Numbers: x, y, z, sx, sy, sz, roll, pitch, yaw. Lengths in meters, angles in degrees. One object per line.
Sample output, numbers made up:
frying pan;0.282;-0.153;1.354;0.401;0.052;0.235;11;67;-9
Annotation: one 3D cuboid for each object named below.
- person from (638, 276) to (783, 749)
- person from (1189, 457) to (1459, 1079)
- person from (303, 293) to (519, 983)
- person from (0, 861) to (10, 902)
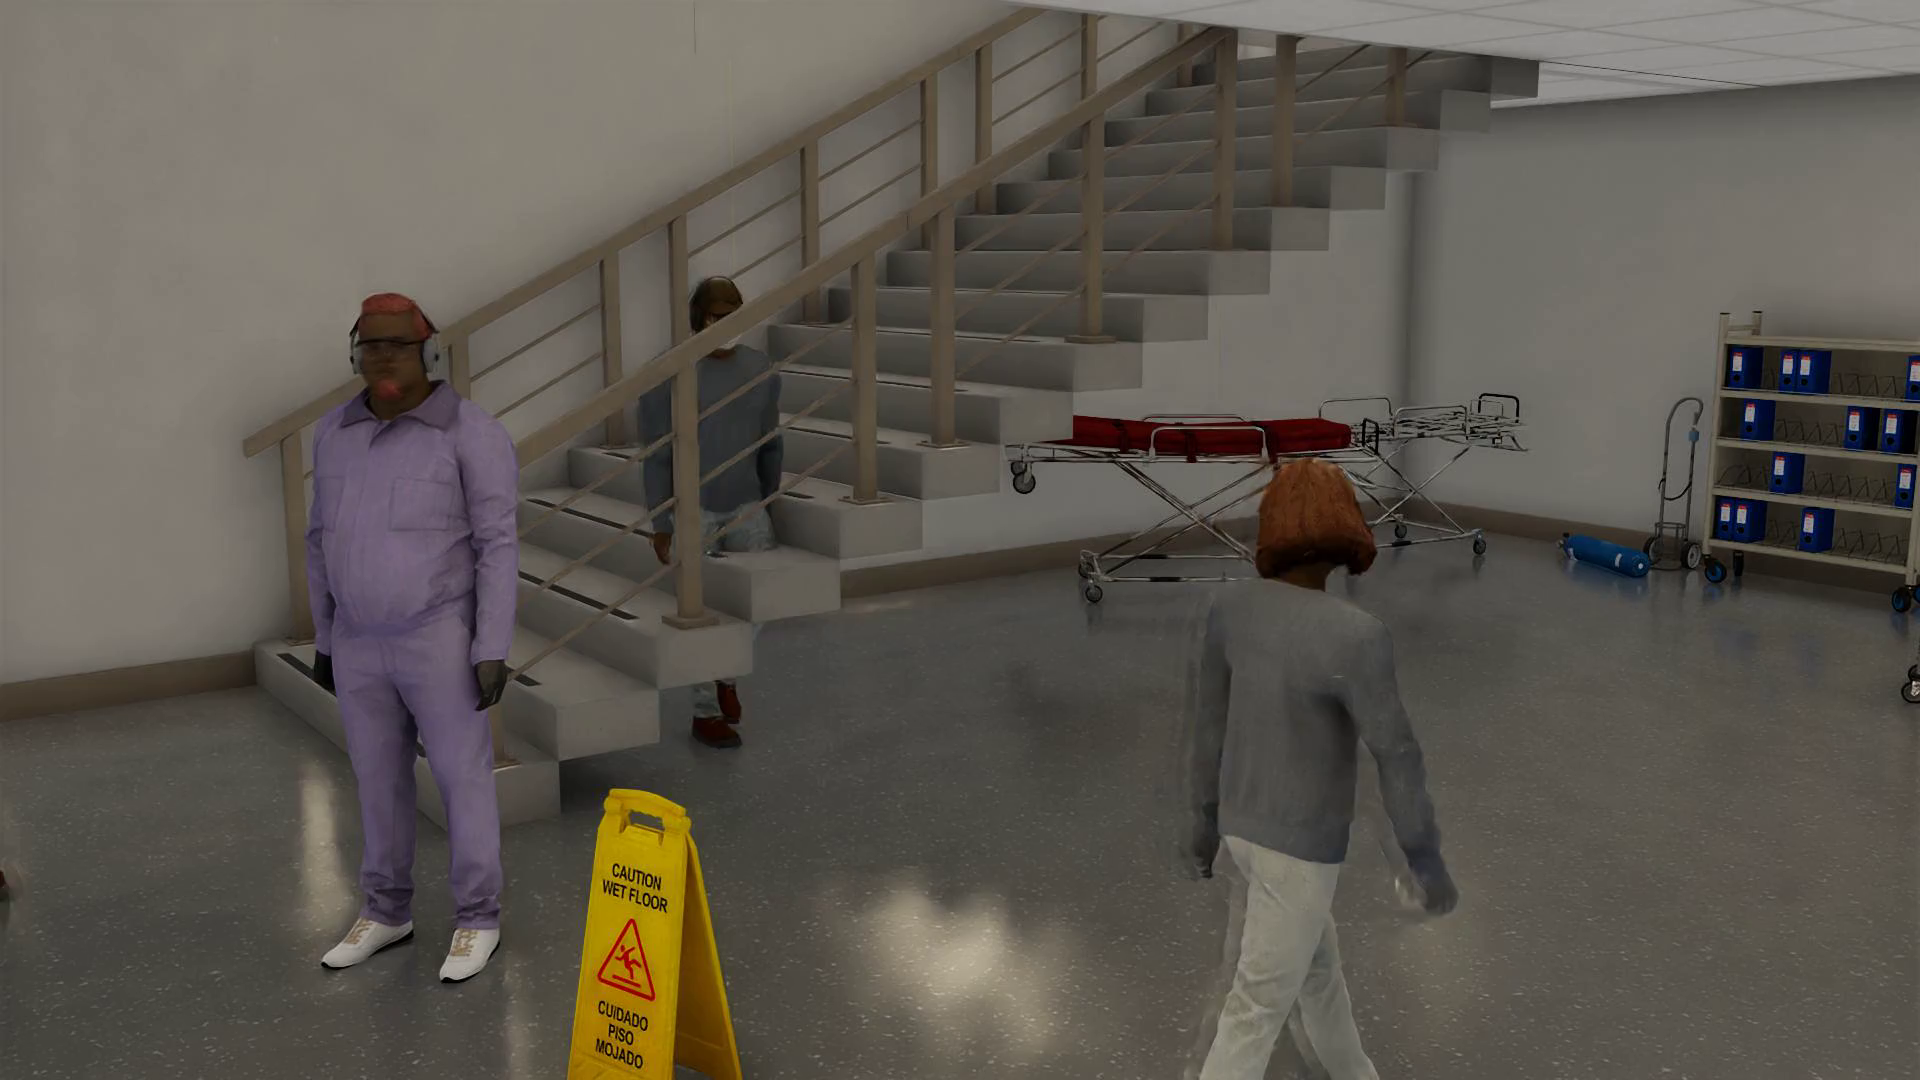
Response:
person;-0.980;-0.104;6.761;0.645;1.922;0.442;-6;12;-31
person;0.781;0.627;3.483;0.832;1.592;0.535;-5;11;-25
person;-1.544;0.276;4.636;0.641;1.909;0.407;3;10;15
person;-3.379;0.264;4.830;0.997;1.879;0.634;-8;12;-37
